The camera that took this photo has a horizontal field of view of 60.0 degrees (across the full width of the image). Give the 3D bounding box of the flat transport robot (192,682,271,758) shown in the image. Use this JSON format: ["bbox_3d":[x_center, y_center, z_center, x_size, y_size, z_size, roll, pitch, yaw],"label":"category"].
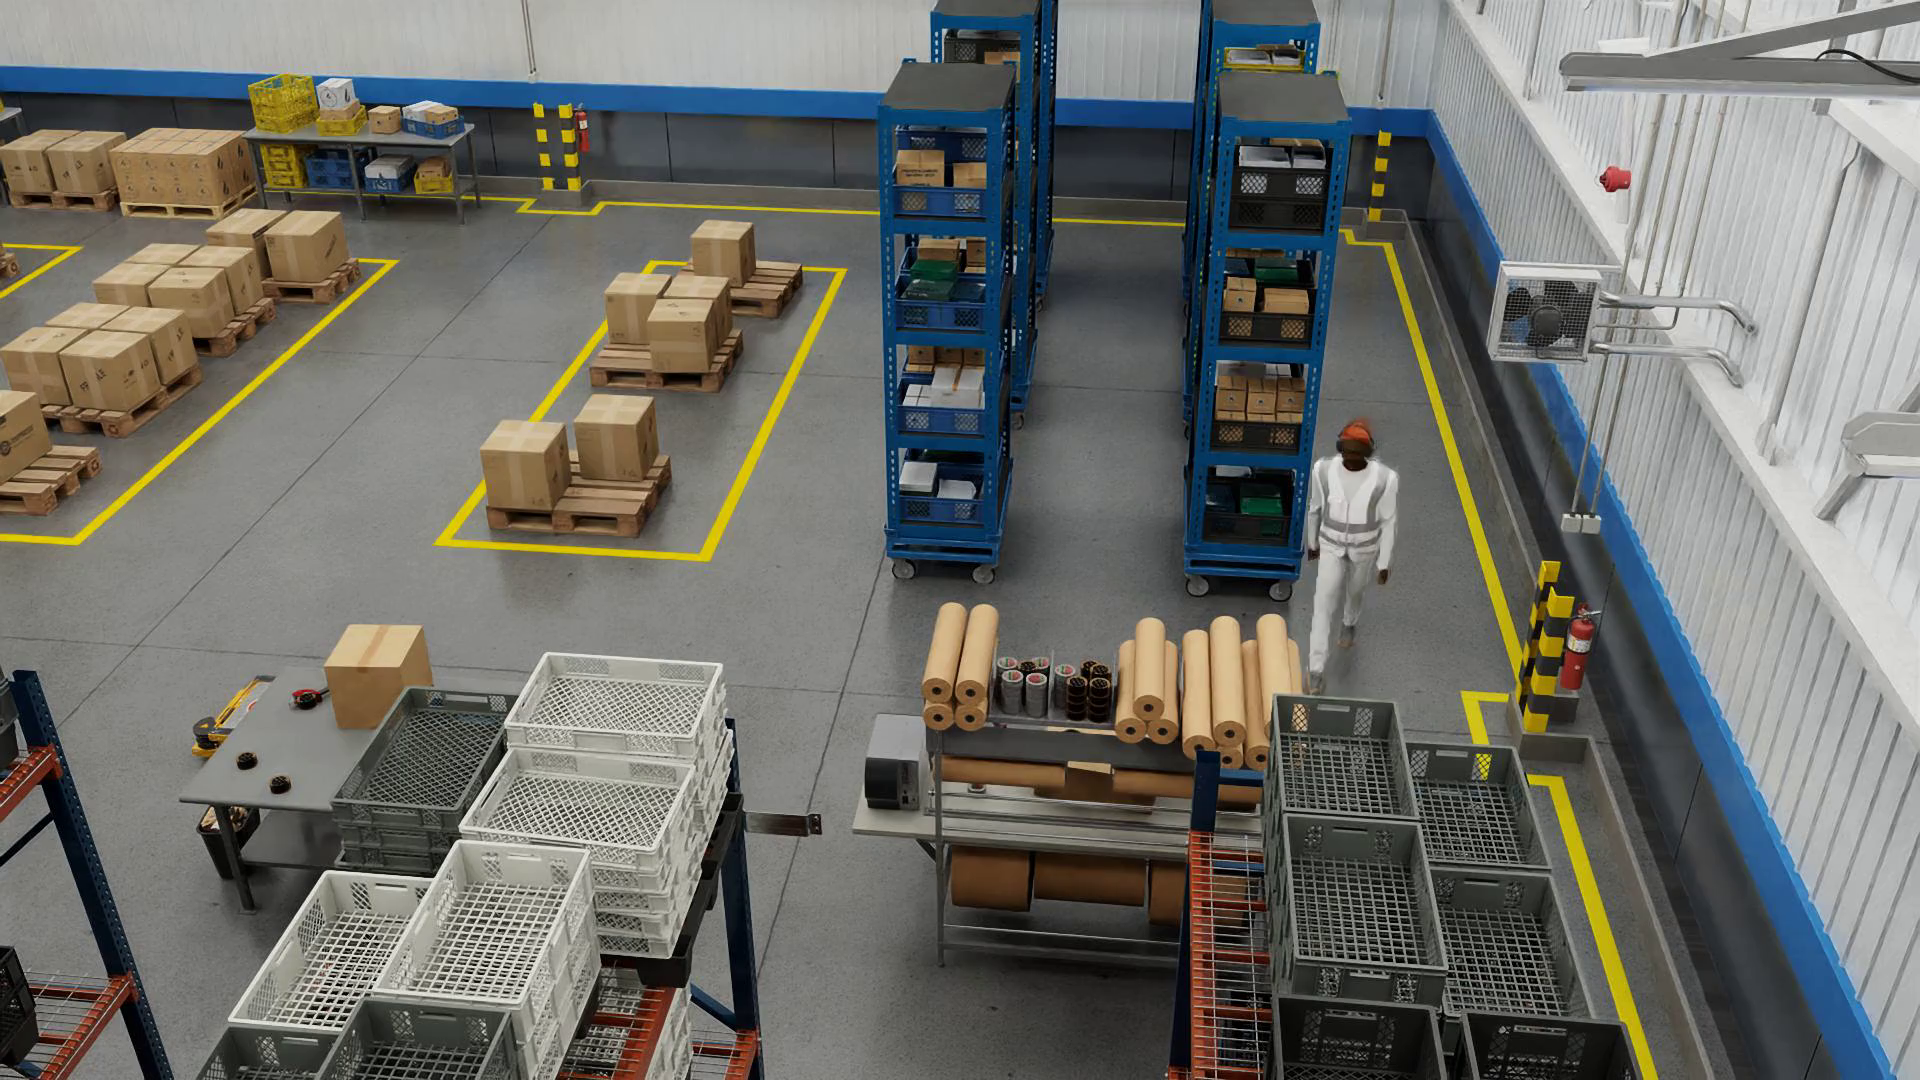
[{"bbox_3d":[-4.089,1.163,10.648,1.431,0.197,0.652,3,30,6],"label":"flat transport robot"}]

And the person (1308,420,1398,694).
[{"bbox_3d":[2.575,0.040,11.047,0.589,1.841,0.970,10,32,16],"label":"person"}]
